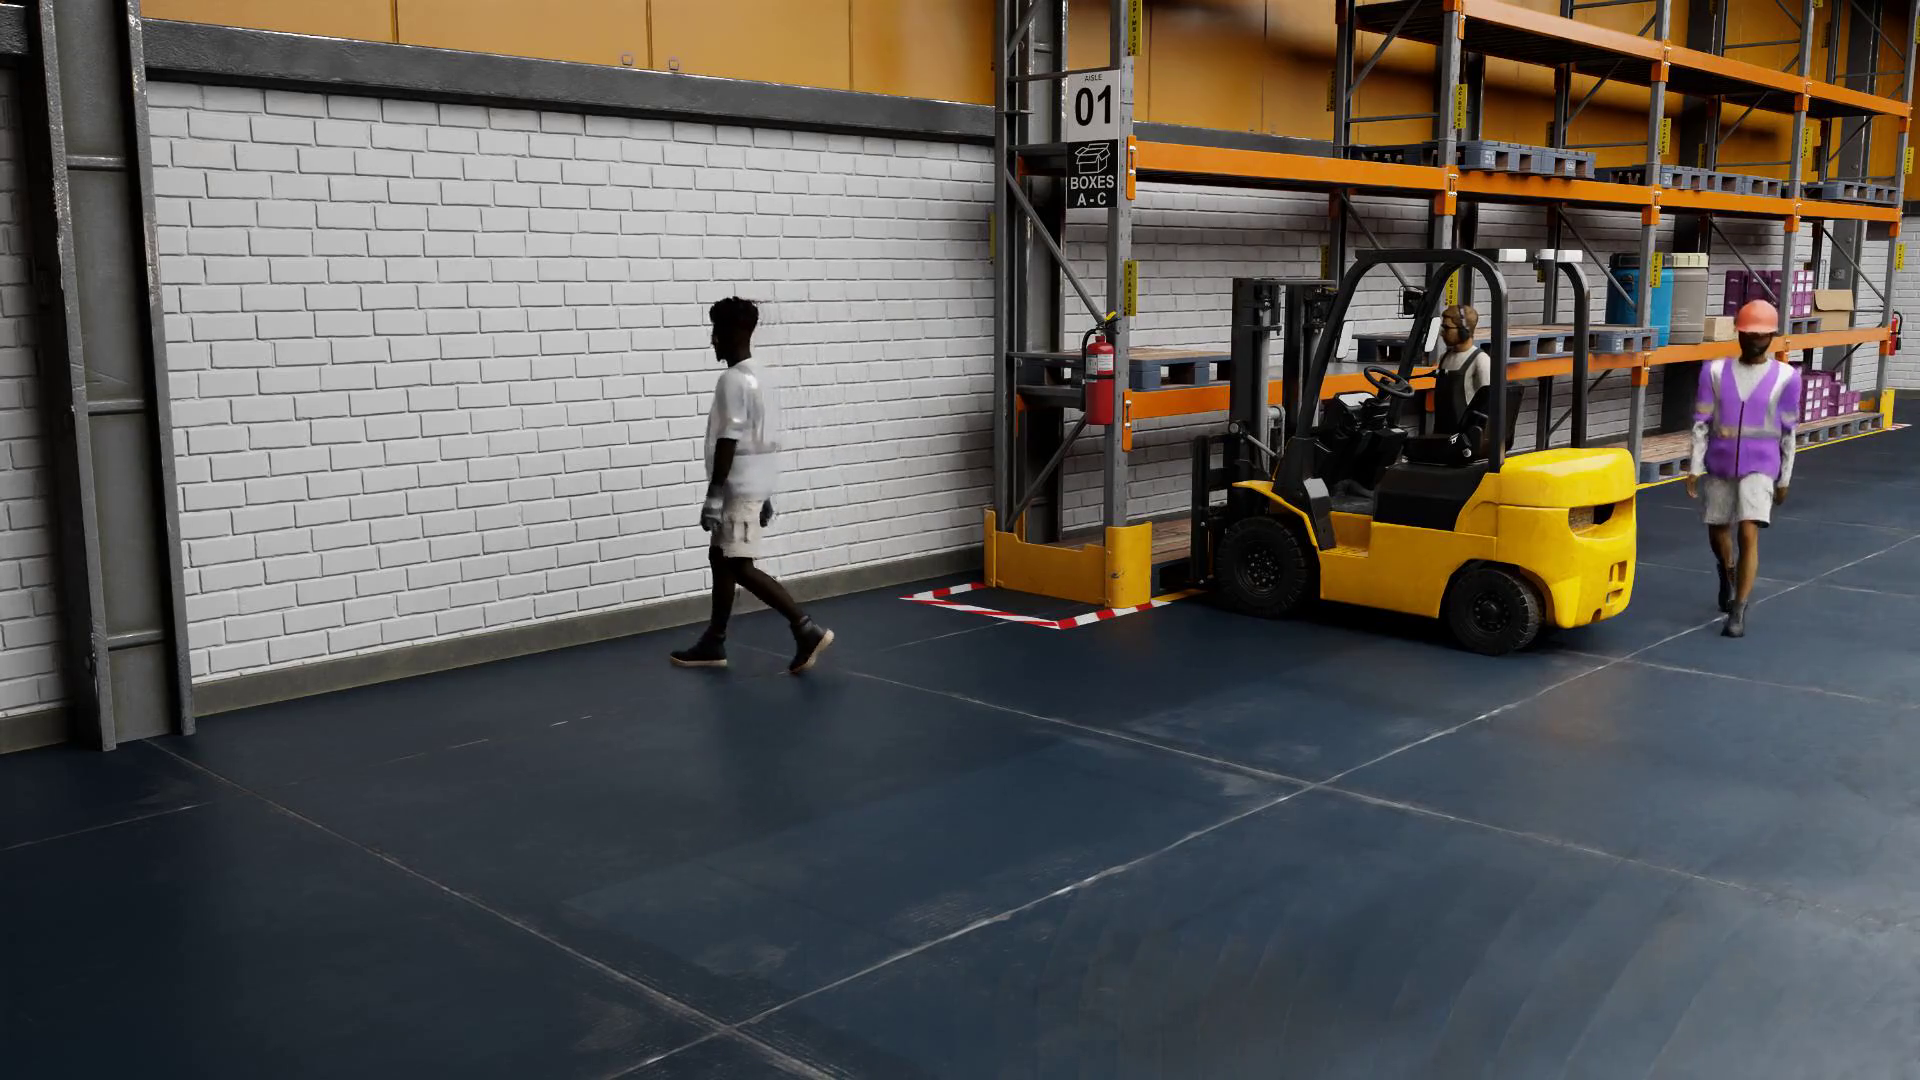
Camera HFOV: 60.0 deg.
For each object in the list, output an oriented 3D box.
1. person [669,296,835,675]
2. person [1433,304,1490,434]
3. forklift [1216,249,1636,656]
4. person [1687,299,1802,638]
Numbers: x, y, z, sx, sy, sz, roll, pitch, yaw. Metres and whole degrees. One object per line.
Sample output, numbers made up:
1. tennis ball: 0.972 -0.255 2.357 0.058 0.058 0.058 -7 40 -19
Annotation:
1. person: -1.080 -0.268 8.464 0.860 1.940 0.630 0 9 3
2. person: 3.288 -0.631 10.995 0.347 1.841 0.505 -4 10 -21
3. forklift: 2.710 -0.584 9.626 2.313 2.155 1.214 9 13 43
4. person: 4.536 -0.437 9.613 0.546 1.910 0.857 6 11 34
